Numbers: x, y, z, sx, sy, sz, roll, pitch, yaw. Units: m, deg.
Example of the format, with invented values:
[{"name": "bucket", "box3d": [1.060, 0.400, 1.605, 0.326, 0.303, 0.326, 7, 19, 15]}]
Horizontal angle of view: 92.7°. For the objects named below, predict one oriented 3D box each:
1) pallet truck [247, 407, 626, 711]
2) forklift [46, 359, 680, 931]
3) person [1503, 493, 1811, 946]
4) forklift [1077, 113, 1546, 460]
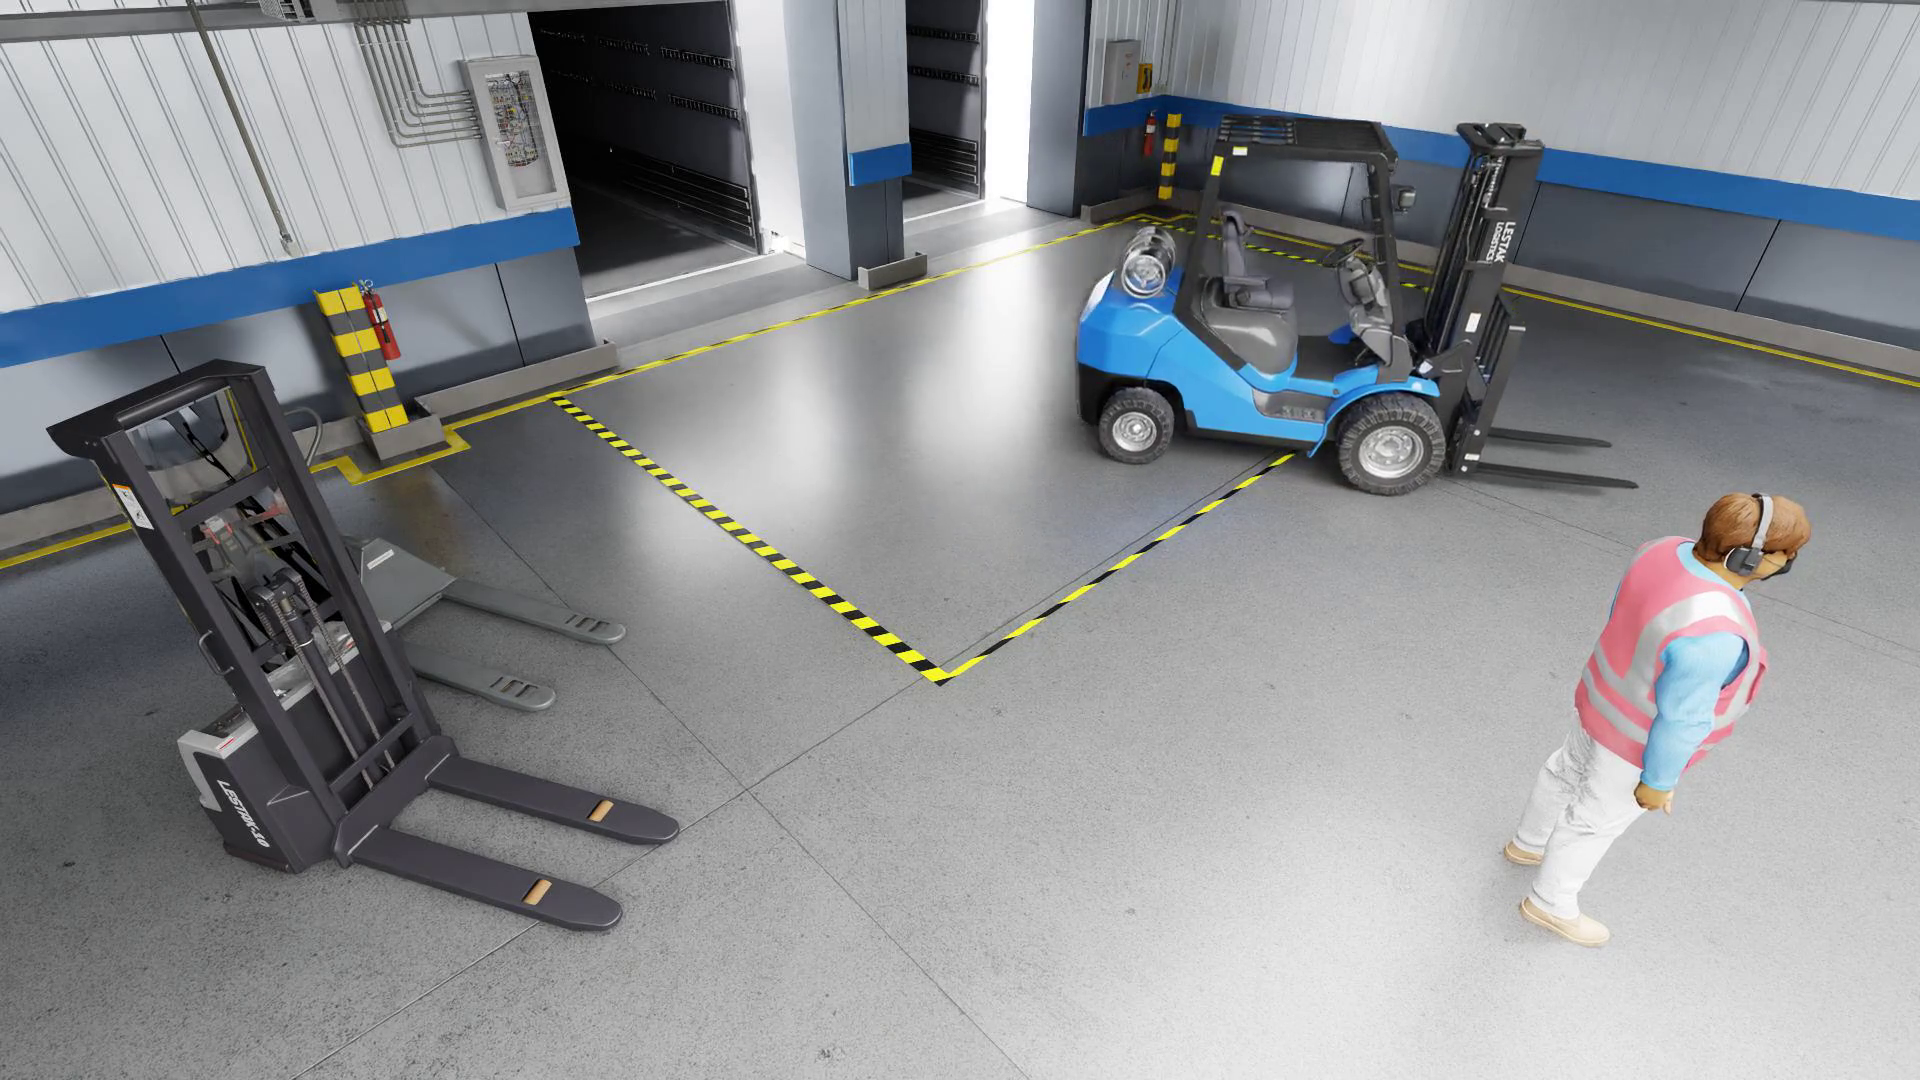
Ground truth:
[{"name": "pallet truck", "box3d": [-2.628, 0.038, 4.590, 1.601, 1.201, 0.680, 12, 36, 18]}, {"name": "forklift", "box3d": [-2.135, 0.422, 3.354, 1.885, 1.965, 0.823, 10, 35, 14]}, {"name": "person", "box3d": [2.353, 0.641, 3.169, 0.430, 1.845, 0.620, 10, 36, 15]}, {"name": "forklift", "box3d": [2.213, -1.723, 6.192, 2.680, 2.036, 1.157, 9, 35, 13]}]
